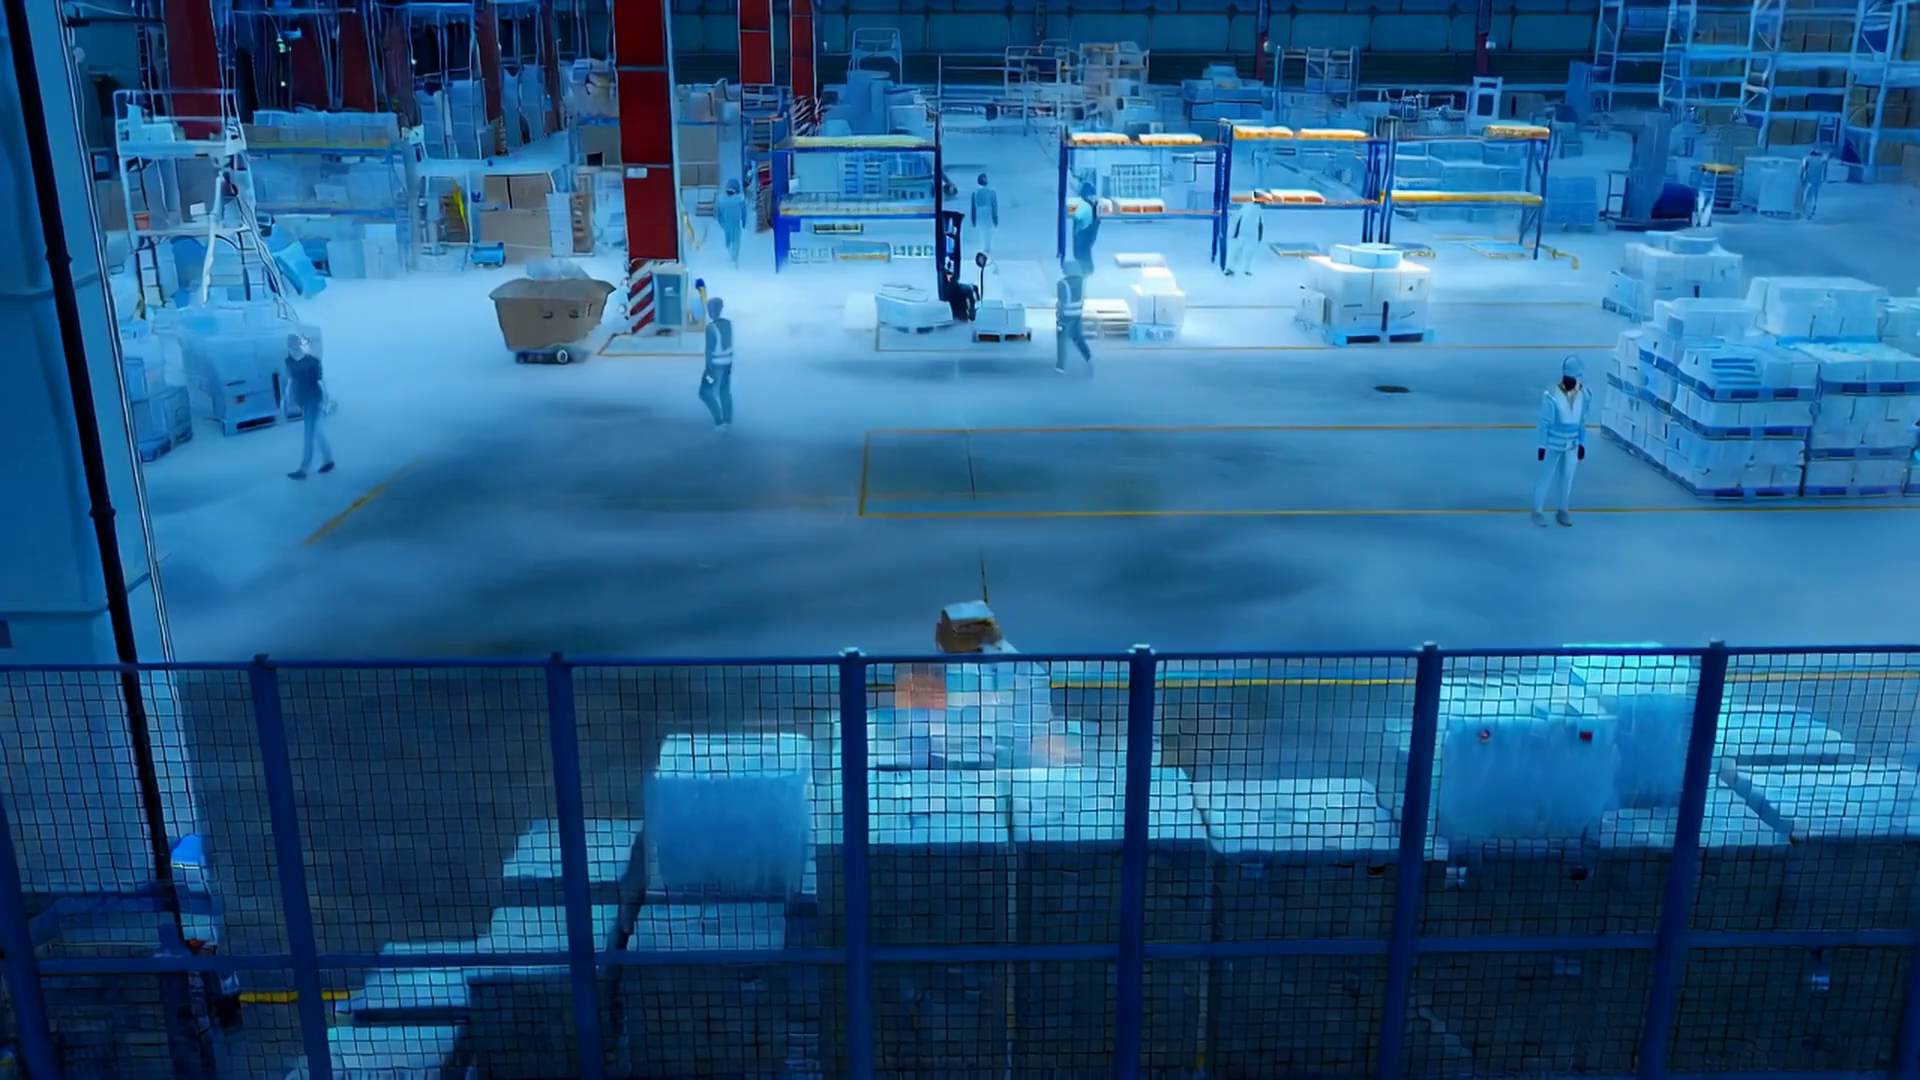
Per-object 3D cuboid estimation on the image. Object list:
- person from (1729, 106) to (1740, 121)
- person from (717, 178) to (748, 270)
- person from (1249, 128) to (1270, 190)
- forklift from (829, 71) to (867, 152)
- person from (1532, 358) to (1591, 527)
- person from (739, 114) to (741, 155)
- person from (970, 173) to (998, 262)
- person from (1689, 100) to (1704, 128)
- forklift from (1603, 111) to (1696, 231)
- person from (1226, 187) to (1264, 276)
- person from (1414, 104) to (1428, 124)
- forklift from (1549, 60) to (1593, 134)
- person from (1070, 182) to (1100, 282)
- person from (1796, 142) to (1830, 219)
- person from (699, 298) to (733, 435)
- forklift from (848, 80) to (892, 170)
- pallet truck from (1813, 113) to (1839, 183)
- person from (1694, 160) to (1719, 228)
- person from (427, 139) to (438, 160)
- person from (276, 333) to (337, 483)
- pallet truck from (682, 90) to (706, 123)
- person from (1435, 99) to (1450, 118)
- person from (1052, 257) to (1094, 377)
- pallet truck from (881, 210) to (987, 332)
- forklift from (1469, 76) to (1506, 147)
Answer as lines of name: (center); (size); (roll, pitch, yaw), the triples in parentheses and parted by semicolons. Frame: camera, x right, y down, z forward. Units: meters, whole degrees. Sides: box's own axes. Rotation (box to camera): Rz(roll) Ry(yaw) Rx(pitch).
person: (27.538, -14.630, 59.206); (0.390, 1.620, 0.538); (-5, 19, -15)
person: (-4.798, -6.694, 35.199); (0.657, 1.924, 0.493); (-2, 19, -7)
person: (8.602, -10.881, 47.757); (0.626, 1.840, 0.430); (13, 23, 34)
forklift: (-3.629, -15.158, 58.838); (1.873, 2.768, 1.129); (9, 21, 25)
person: (6.705, -1.081, 18.539); (0.601, 1.939, 0.414); (-4, 19, -11)
person: (-7.295, -13.806, 56.296); (0.384, 1.925, 0.593); (0, 19, 0)
person: (0.533, -7.042, 36.320); (0.617, 1.870, 0.990); (1, 19, 2)
person: (26.857, -15.197, 60.777); (0.542, 1.696, 0.316); (-1, 19, -2)
forklift: (16.956, -9.029, 40.655); (1.873, 2.768, 1.129); (-1, 19, -2)
person: (5.933, -6.381, 34.431); (0.699, 1.825, 0.381); (9, 20, 24)
person: (16.416, -14.668, 59.220); (0.542, 1.679, 0.511); (-6, 19, -16)
forklift: (24.397, -17.645, 66.217); (1.873, 2.768, 1.129); (0, 19, -1)
person: (2.511, -6.224, 33.630); (0.536, 2.000, 0.706); (14, 23, 35)
person: (21.927, -9.254, 42.775); (0.635, 1.938, 0.360); (14, 23, 36)
person: (-3.279, -2.325, 22.327); (0.491, 1.867, 0.615); (10, 21, 27)
forklift: (-2.644, -13.227, 53.109); (1.873, 2.768, 1.129); (-1, 19, -1)
pallet truck: (26.403, -11.957, 50.702); (0.823, 1.965, 1.885); (6, 19, 16)
person: (18.473, -8.554, 41.160); (0.522, 1.638, 0.309); (1, 19, 3)
person: (-14.590, -10.260, 46.130); (0.319, 1.697, 0.532); (-11, 22, -30)
person: (-8.042, -1.627, 20.338); (0.520, 1.816, 0.954); (9, 21, 25)
pallet truck: (-9.671, -15.907, 62.421); (0.823, 1.965, 1.885); (5, 19, 15)
person: (16.823, -14.439, 58.177); (0.582, 1.923, 0.406); (-5, 19, -13)
person: (1.747, -3.428, 25.619); (0.581, 1.860, 0.776); (-12, 22, -31)
pallet truck: (-0.493, -4.759, 29.349); (1.885, 1.965, 0.823); (-13, 23, -34)
forklift: (17.525, -14.064, 55.594); (1.129, 2.768, 1.873); (-1, 19, -1)
